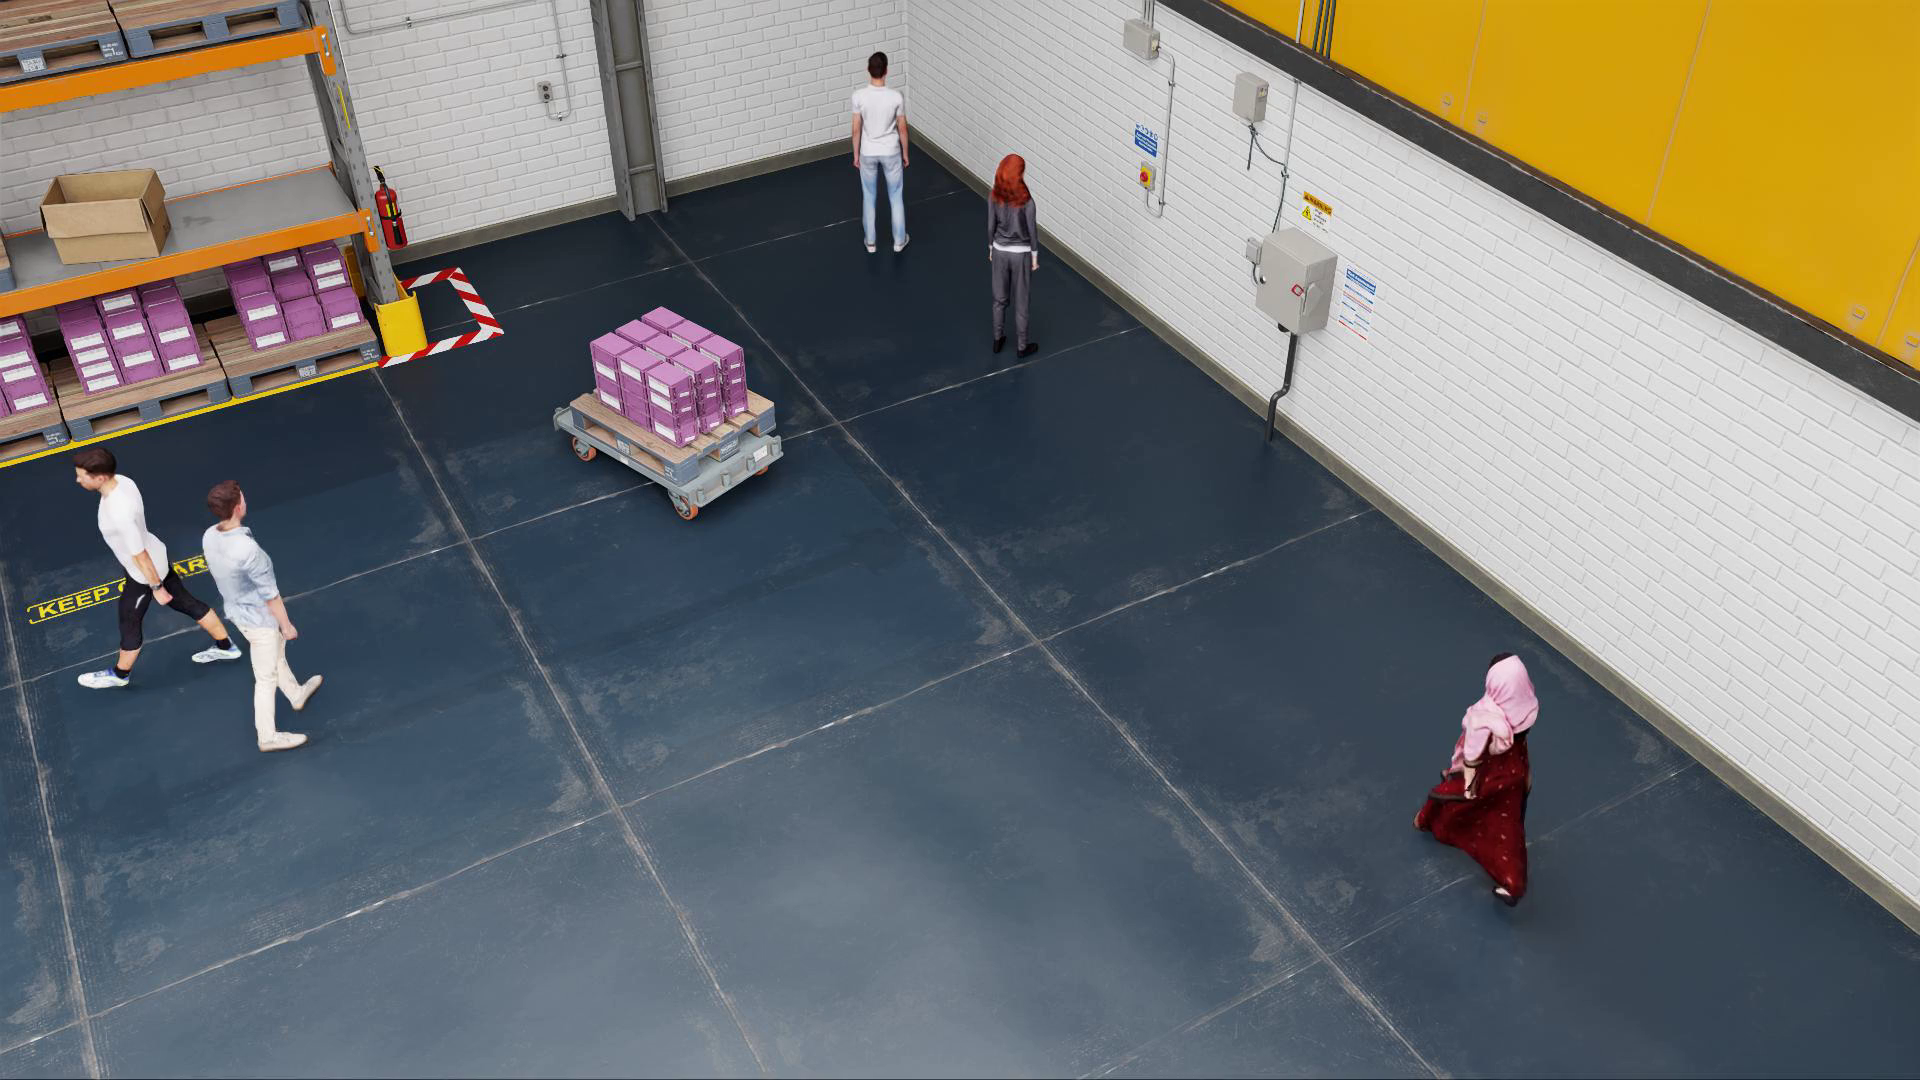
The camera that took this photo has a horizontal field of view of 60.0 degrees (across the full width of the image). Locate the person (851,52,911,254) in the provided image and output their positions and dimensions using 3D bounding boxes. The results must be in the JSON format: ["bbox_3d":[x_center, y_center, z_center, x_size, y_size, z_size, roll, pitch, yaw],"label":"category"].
[{"bbox_3d":[-0.716,-3.464,14.936,0.667,1.850,0.794,0,39,0],"label":"person"}]

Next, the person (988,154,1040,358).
[{"bbox_3d":[0.424,-2.304,13.538,0.654,1.782,0.672,17,42,20],"label":"person"}]

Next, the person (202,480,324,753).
[{"bbox_3d":[-4.278,0.494,9.998,0.939,1.828,0.813,-31,48,-33],"label":"person"}]

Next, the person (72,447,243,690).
[{"bbox_3d":[-5.007,0.157,10.438,1.233,1.805,0.845,-13,40,-15],"label":"person"}]

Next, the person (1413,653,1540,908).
[{"bbox_3d":[2.965,1.331,9.134,1.085,1.599,0.881,-9,40,-11],"label":"person"}]
